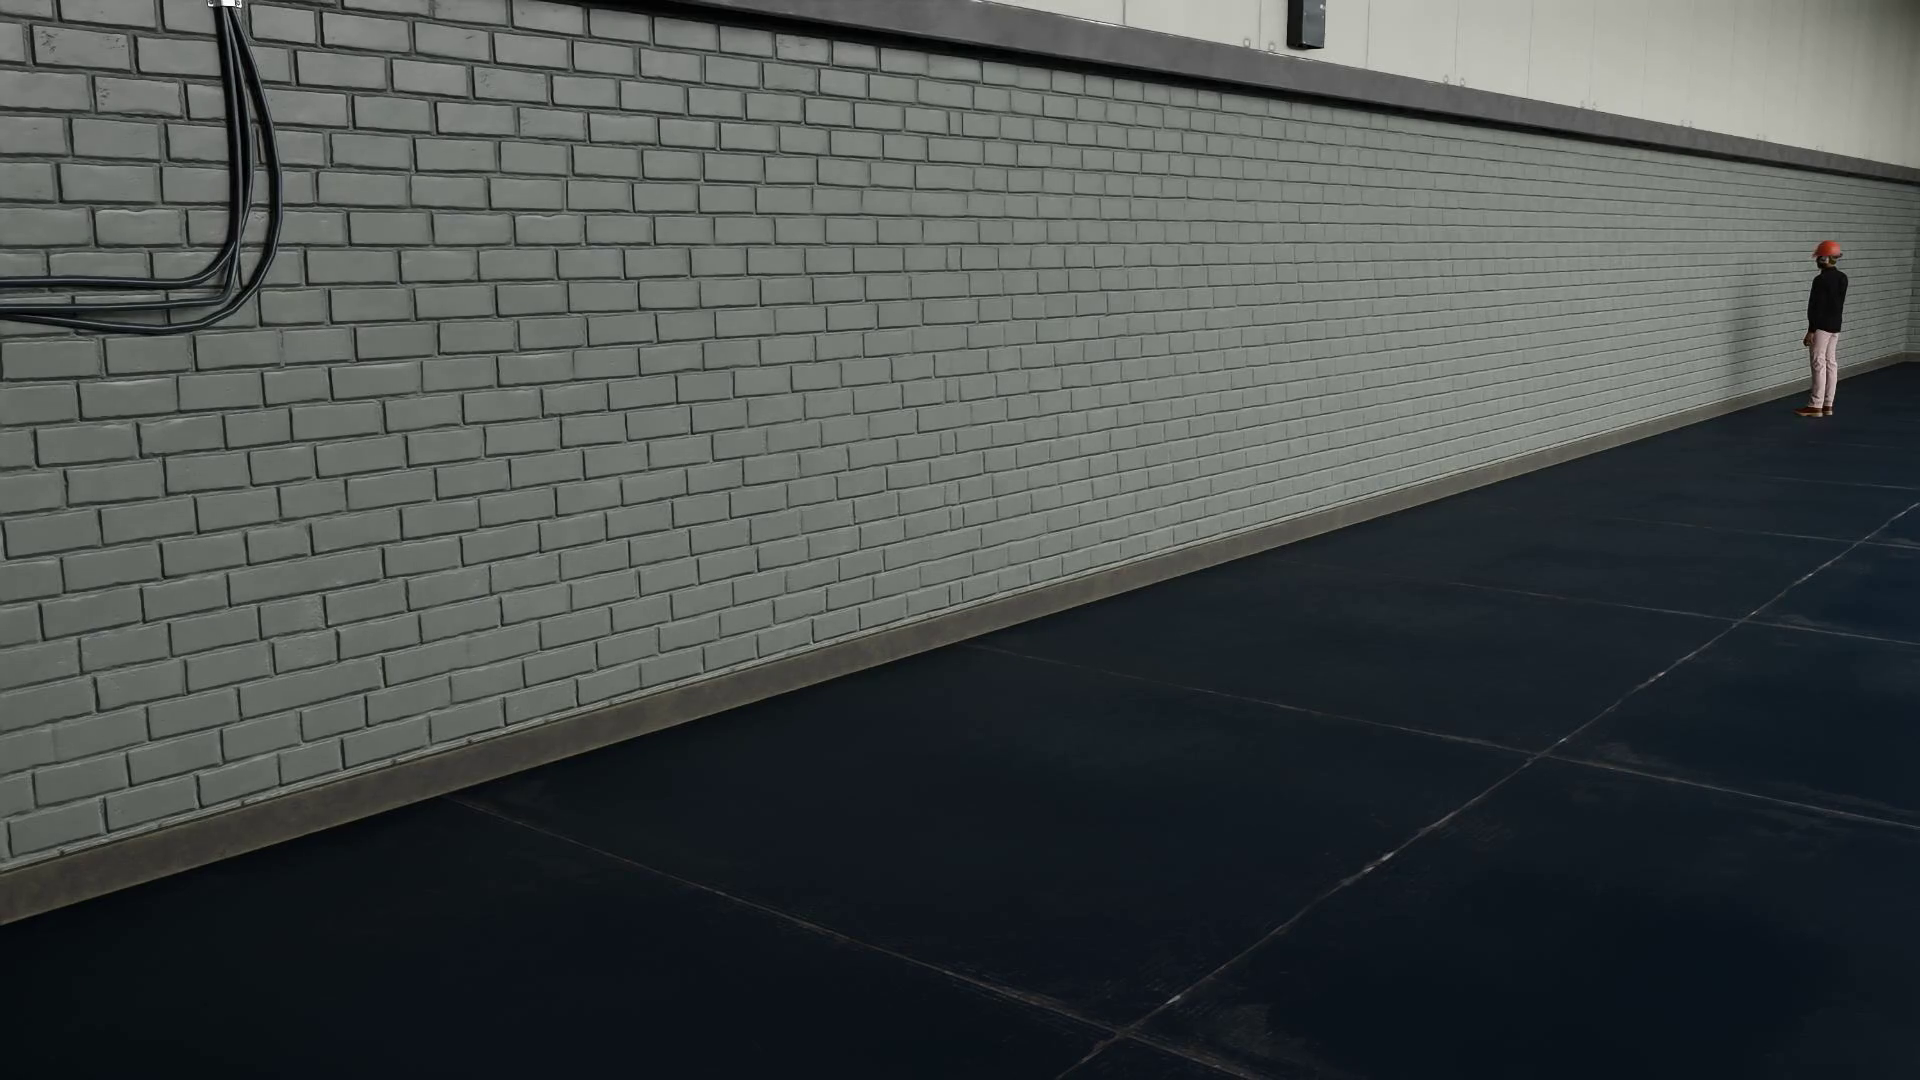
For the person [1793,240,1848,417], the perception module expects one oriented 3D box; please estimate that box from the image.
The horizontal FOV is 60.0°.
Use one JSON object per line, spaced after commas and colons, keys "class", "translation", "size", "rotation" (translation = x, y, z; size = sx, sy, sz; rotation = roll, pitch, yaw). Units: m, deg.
{"class": "person", "translation": [9.873, -2.417, 19.027], "size": [0.608, 1.997, 0.375], "rotation": [-8, 13, -36]}
